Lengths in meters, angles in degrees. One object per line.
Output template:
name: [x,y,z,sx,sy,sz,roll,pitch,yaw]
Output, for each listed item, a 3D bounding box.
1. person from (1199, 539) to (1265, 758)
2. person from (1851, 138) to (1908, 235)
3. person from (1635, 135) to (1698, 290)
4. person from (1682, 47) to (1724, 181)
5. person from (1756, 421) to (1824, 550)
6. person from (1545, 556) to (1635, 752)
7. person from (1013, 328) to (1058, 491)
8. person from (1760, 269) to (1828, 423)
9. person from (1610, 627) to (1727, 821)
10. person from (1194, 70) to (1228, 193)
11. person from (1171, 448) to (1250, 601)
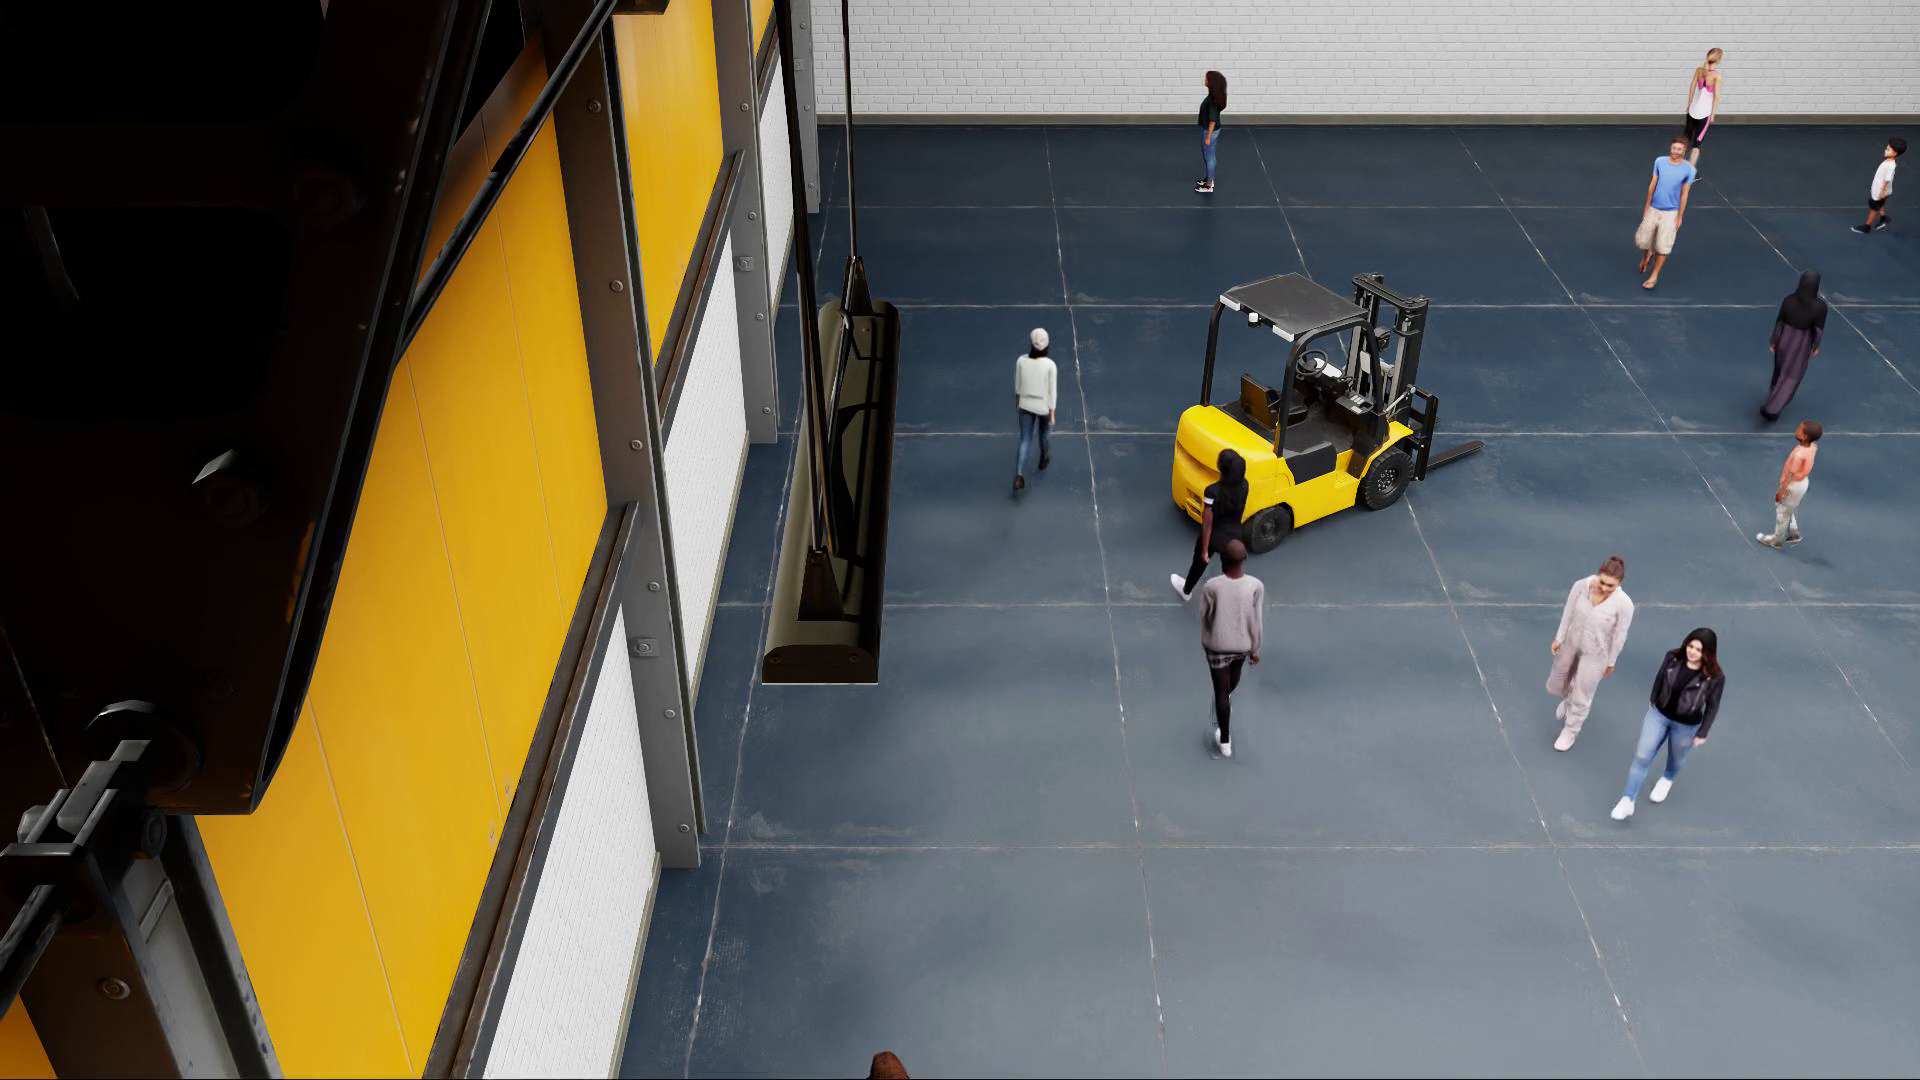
person: [2.046,0.856,12.541,0.632,1.736,1.033,-1,34,-1]
person: [11.689,-4.456,20.967,0.665,1.255,0.668,10,35,15]
person: [8.329,-3.913,19.610,0.847,1.854,0.918,22,39,29]
person: [9.969,-5.747,22.429,0.738,1.787,0.614,-17,37,-24]
person: [7.544,-0.470,14.926,0.650,1.305,0.711,-26,42,-34]
person: [4.799,0.815,12.657,0.918,1.676,0.857,-26,41,-33]
person: [0.686,-1.216,15.771,0.859,1.610,1.175,11,35,16]
person: [8.465,-1.967,16.916,1.093,1.593,1.066,-26,42,-33]
person: [5.215,1.267,12.035,1.005,1.611,1.075,28,43,35]
person: [3.337,-5.444,22.128,0.729,1.615,0.622,9,35,14]
person: [2.215,0.062,13.785,0.971,1.680,1.245,-15,37,-22]
